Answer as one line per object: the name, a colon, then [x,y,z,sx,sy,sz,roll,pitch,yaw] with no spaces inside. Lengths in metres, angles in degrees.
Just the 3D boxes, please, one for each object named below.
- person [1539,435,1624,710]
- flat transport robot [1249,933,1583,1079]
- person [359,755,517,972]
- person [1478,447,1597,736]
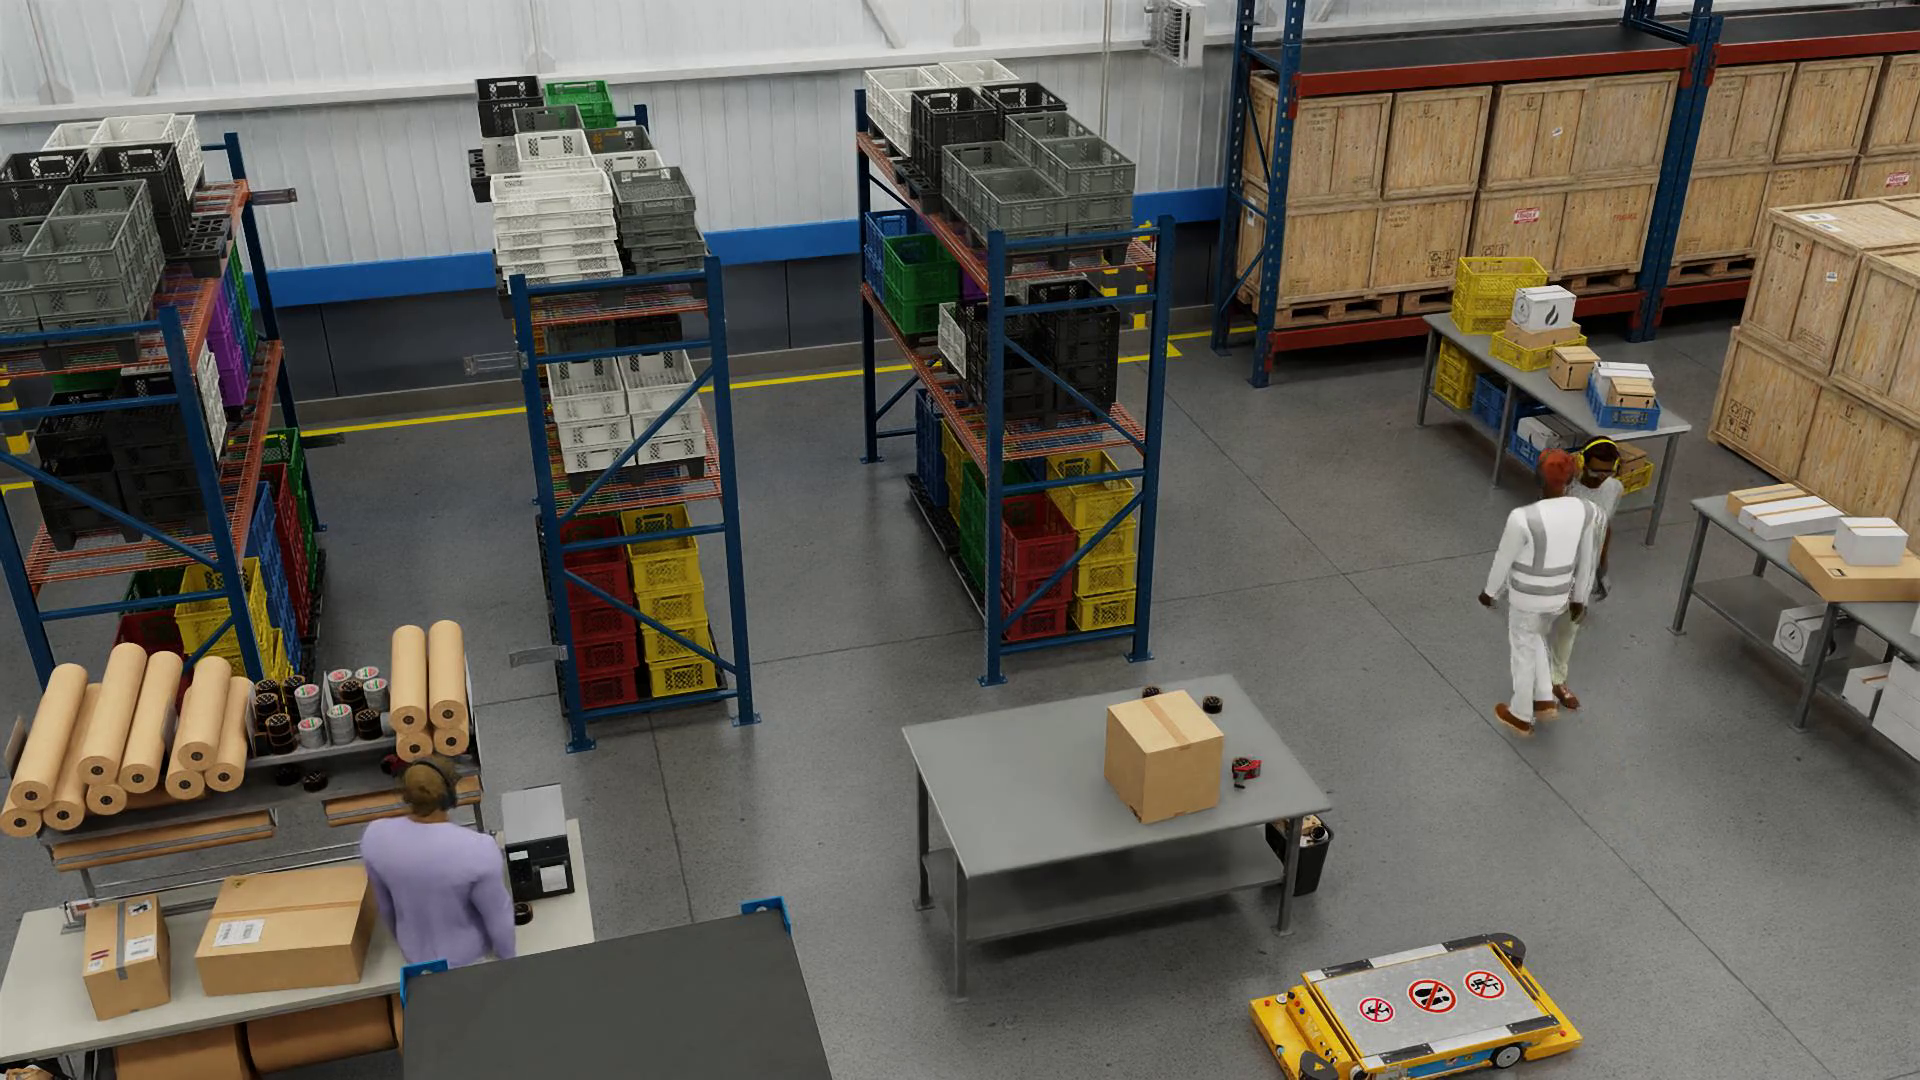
person: [3.720,0.214,10.103,0.521,1.865,0.328,-6,29,-11]
flat transport robot: [2.184,2.282,7.980,1.431,0.197,0.652,-8,30,-14]
person: [-2.212,1.764,7.220,0.632,1.930,0.374,5,29,9]
person: [3.414,0.308,9.929,0.567,1.867,0.459,-12,31,-20]
